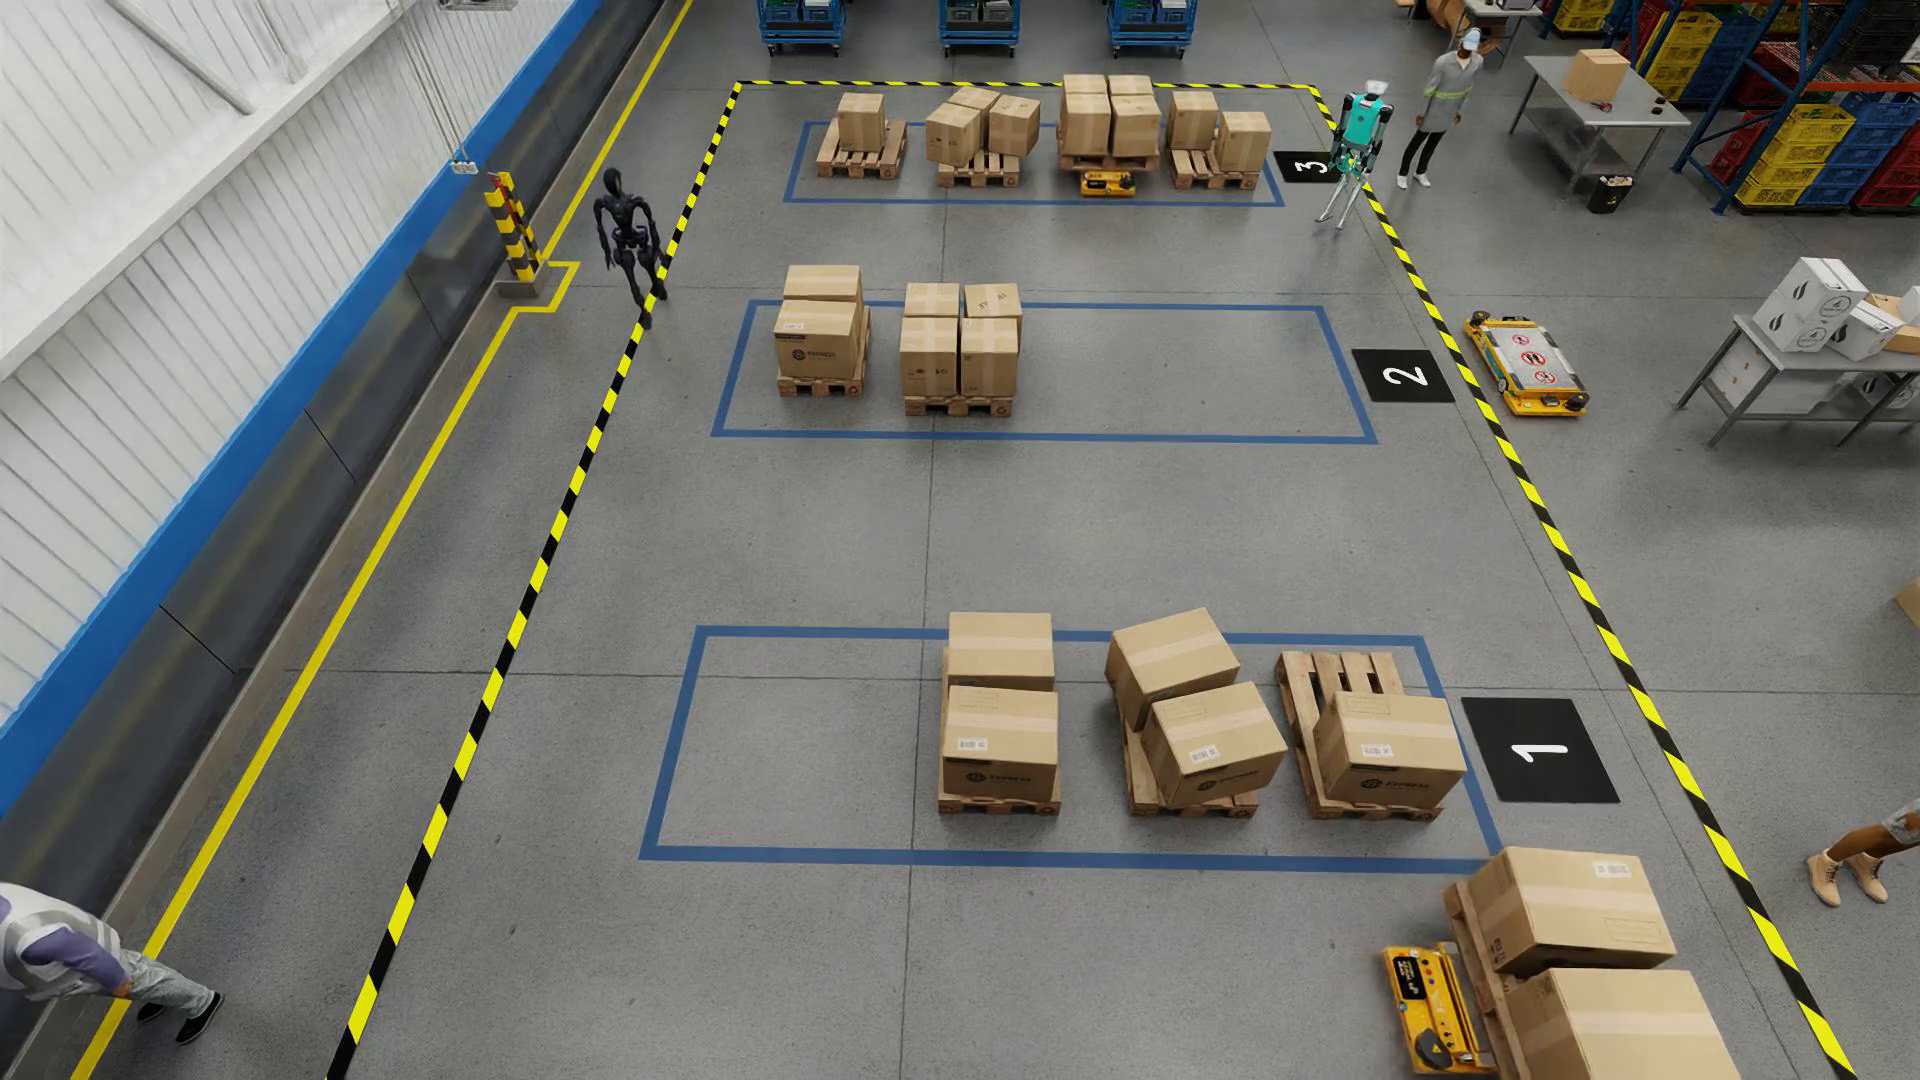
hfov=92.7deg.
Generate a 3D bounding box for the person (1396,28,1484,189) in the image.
[{"bbox_3d":[5.742,-5.107,10.910,0.589,1.847,0.406,-6,49,-5],"label":"person"}]

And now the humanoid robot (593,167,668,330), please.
[{"bbox_3d":[-3.273,-2.956,9.165,0.608,1.636,0.589,-7,49,-6],"label":"humanoid robot"}]

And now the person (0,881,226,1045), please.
[{"bbox_3d":[-4.490,2.141,4.647,0.599,1.827,0.404,18,52,15],"label":"person"}]

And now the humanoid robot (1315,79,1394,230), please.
[{"bbox_3d":[4.465,-4.335,10.227,0.533,1.675,0.735,34,57,26],"label":"humanoid robot"}]

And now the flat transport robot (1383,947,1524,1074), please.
[{"bbox_3d":[3.242,2.661,5.212,1.431,0.197,0.652,1,49,1],"label":"flat transport robot"}]

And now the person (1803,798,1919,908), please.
[{"bbox_3d":[5.612,1.511,5.060,0.604,2.033,0.391,-1,49,-1],"label":"person"}]

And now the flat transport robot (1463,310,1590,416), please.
[{"bbox_3d":[5.573,-1.757,9.054,0.659,0.231,1.431,1,49,1],"label":"flat transport robot"}]

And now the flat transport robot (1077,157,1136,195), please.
[{"bbox_3d":[1.842,-4.864,11.725,0.652,0.197,1.431,1,49,1],"label":"flat transport robot"}]
